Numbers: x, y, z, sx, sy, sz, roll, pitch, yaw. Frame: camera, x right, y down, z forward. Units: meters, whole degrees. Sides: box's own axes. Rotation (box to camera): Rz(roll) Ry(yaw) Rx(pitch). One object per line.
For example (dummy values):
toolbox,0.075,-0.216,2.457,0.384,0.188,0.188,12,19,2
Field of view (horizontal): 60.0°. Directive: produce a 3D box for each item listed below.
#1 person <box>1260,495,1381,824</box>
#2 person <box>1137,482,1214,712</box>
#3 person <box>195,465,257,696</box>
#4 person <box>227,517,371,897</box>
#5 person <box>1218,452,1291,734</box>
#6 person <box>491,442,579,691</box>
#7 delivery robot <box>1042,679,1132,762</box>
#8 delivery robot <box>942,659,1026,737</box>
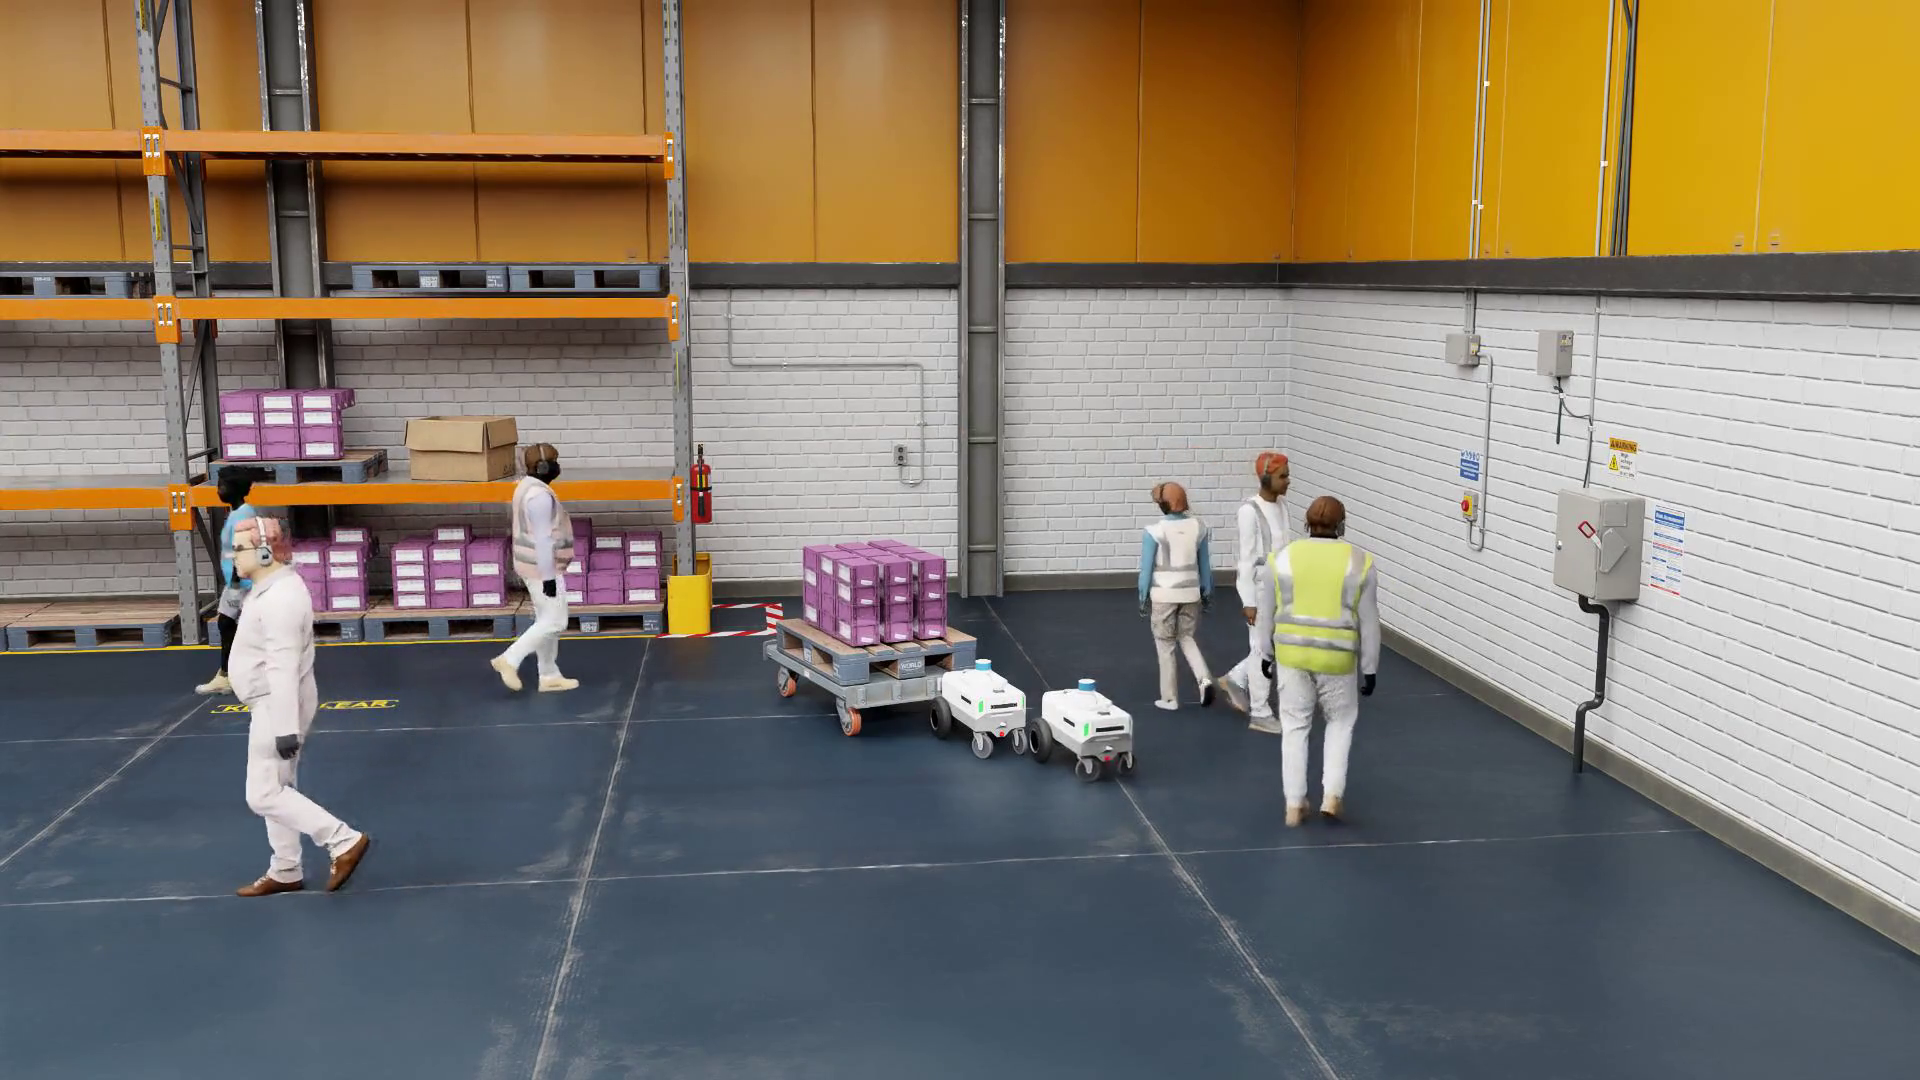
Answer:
person,1.968,0.665,9.151,0.665,1.821,0.435,3,10,17
person,1.495,0.405,11.383,0.544,1.615,0.439,-4,10,-22
person,-5.185,0.313,11.772,0.683,1.671,0.553,-5,10,-26
person,-3.237,0.814,8.023,0.520,1.890,0.645,-3,10,-20
person,1.973,0.344,11.041,0.520,1.864,0.584,7,12,39
person,-3.044,0.216,11.912,0.564,1.831,0.631,-4,10,-21
delivery robot,0.770,1.093,10.134,0.477,0.478,0.707,-3,10,-19
delivery robot,0.149,1.009,10.654,0.477,0.478,0.707,-3,10,-21
